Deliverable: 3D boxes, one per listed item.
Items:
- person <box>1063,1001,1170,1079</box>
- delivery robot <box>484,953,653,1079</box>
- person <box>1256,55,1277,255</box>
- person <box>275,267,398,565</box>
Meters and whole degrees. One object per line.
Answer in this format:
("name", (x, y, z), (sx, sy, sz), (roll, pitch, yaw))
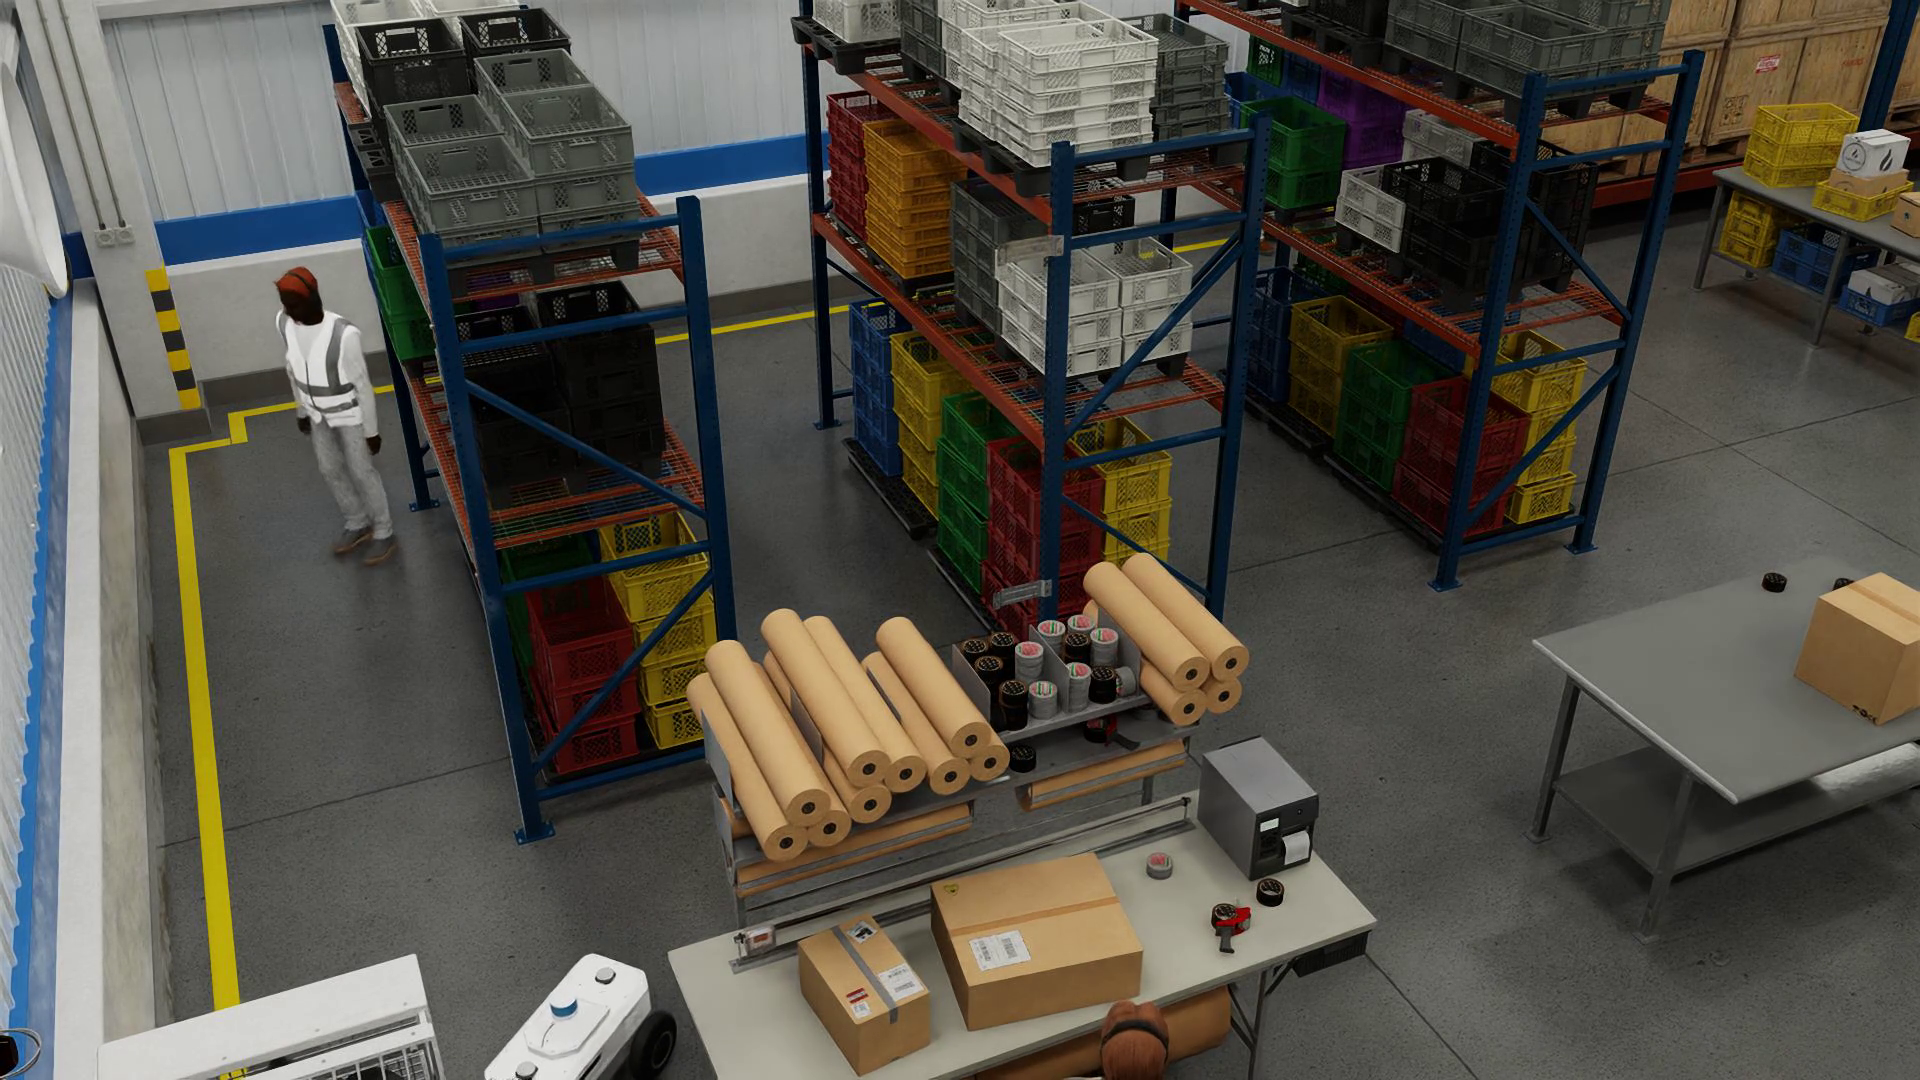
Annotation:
("person", (0.522, 2.093, 5.246), (0.514, 1.643, 0.307), (2, 32, 4))
("delivery robot", (-1.509, 1.941, 6.437), (0.477, 0.478, 0.707), (13, 34, 20))
("person", (2.672, -3.361, 13.824), (0.629, 1.940, 0.378), (-25, 40, -35))
("person", (-3.588, -0.712, 9.589), (0.597, 1.869, 0.398), (13, 34, 20))
